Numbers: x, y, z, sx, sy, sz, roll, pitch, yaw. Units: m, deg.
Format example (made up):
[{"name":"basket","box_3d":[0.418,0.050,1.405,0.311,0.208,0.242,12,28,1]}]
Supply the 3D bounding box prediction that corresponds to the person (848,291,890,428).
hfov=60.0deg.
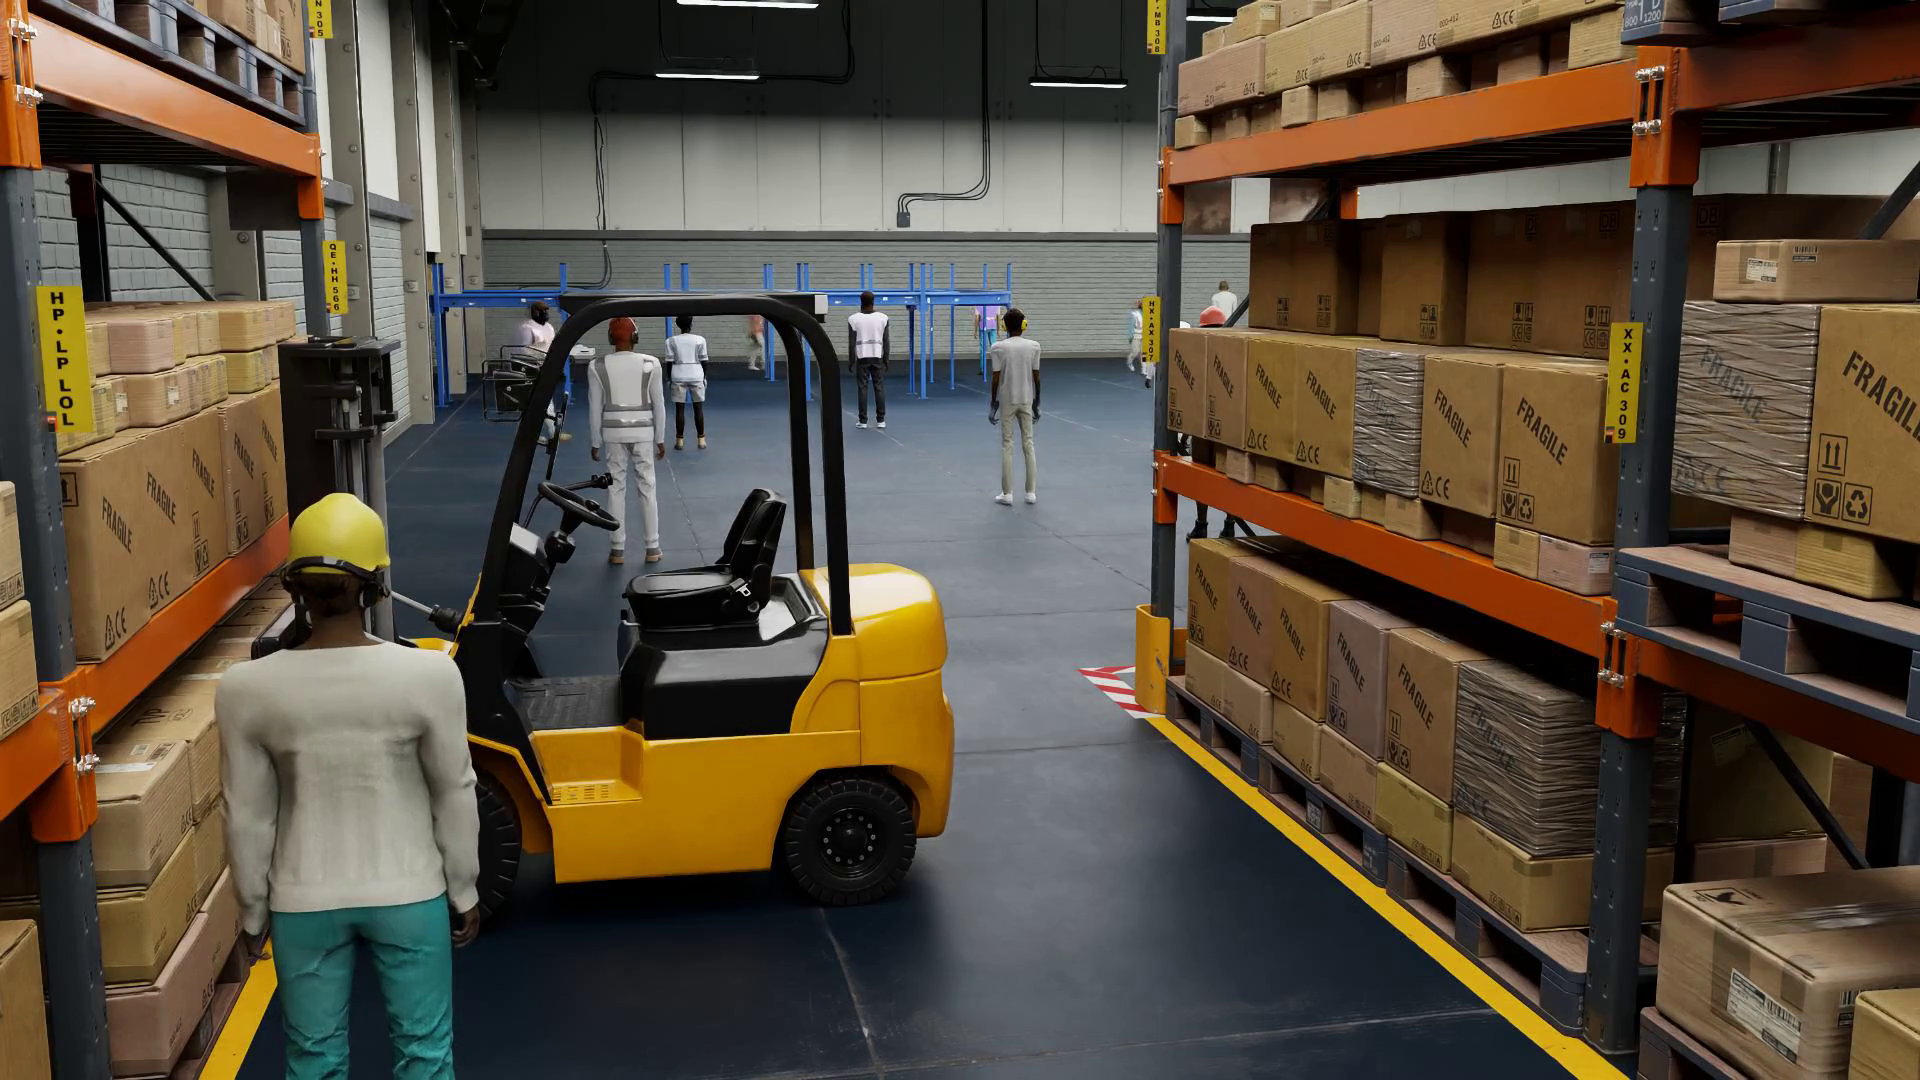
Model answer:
[{"name":"person","box_3d":[-1.278,-2.535,23.389,0.587,1.914,0.391,-2,9,-11]}]

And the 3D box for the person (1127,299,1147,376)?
[{"name":"person","box_3d":[3.750,-4.281,34.986,0.521,1.607,0.659,-3,10,-19]}]

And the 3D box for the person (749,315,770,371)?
[{"name":"person","box_3d":[-4.310,-4.489,36.181,0.688,1.607,0.523,1,9,5]}]

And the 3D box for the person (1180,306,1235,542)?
[{"name":"person","box_3d":[2.059,-0.935,13.582,0.542,1.930,0.374,-2,9,-11]}]

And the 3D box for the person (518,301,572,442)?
[{"name":"person","box_3d":[-5.281,-2.144,21.312,0.873,1.811,0.631,2,10,13]}]

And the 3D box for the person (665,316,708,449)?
[{"name":"person","box_3d":[-3.397,-1.987,20.709,0.529,1.695,0.321,-2,9,-11]}]

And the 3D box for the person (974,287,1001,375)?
[{"name":"person","box_3d":[0.579,-4.386,34.898,0.563,1.838,0.389,-2,9,-11]}]

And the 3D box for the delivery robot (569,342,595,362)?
[{"name":"delivery robot","box_3d":[-8.711,-4.290,38.060,0.707,0.478,0.477,-2,10,-12]}]

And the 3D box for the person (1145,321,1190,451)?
[{"name":"person","box_3d":[2.556,-2.035,20.432,0.572,1.883,0.355,-2,9,-11]}]

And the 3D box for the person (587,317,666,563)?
[{"name":"person","box_3d":[-2.536,-0.770,12.714,0.572,1.886,0.355,-2,9,-11]}]

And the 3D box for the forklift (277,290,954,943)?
[{"name":"forklift","box_3d":[-1.179,0.175,6.143,2.313,2.155,1.214,-2,10,-12]}]

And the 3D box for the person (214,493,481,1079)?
[{"name":"person","box_3d":[-1.310,0.779,3.630,0.523,1.769,0.319,-2,9,-11]}]

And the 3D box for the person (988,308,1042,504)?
[{"name":"person","box_3d":[0.528,-1.280,15.893,0.517,1.865,0.328,-2,9,-11]}]

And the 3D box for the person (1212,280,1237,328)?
[{"name":"person","box_3d":[6.190,-5.117,39.062,0.627,1.935,0.371,-2,9,-11]}]
